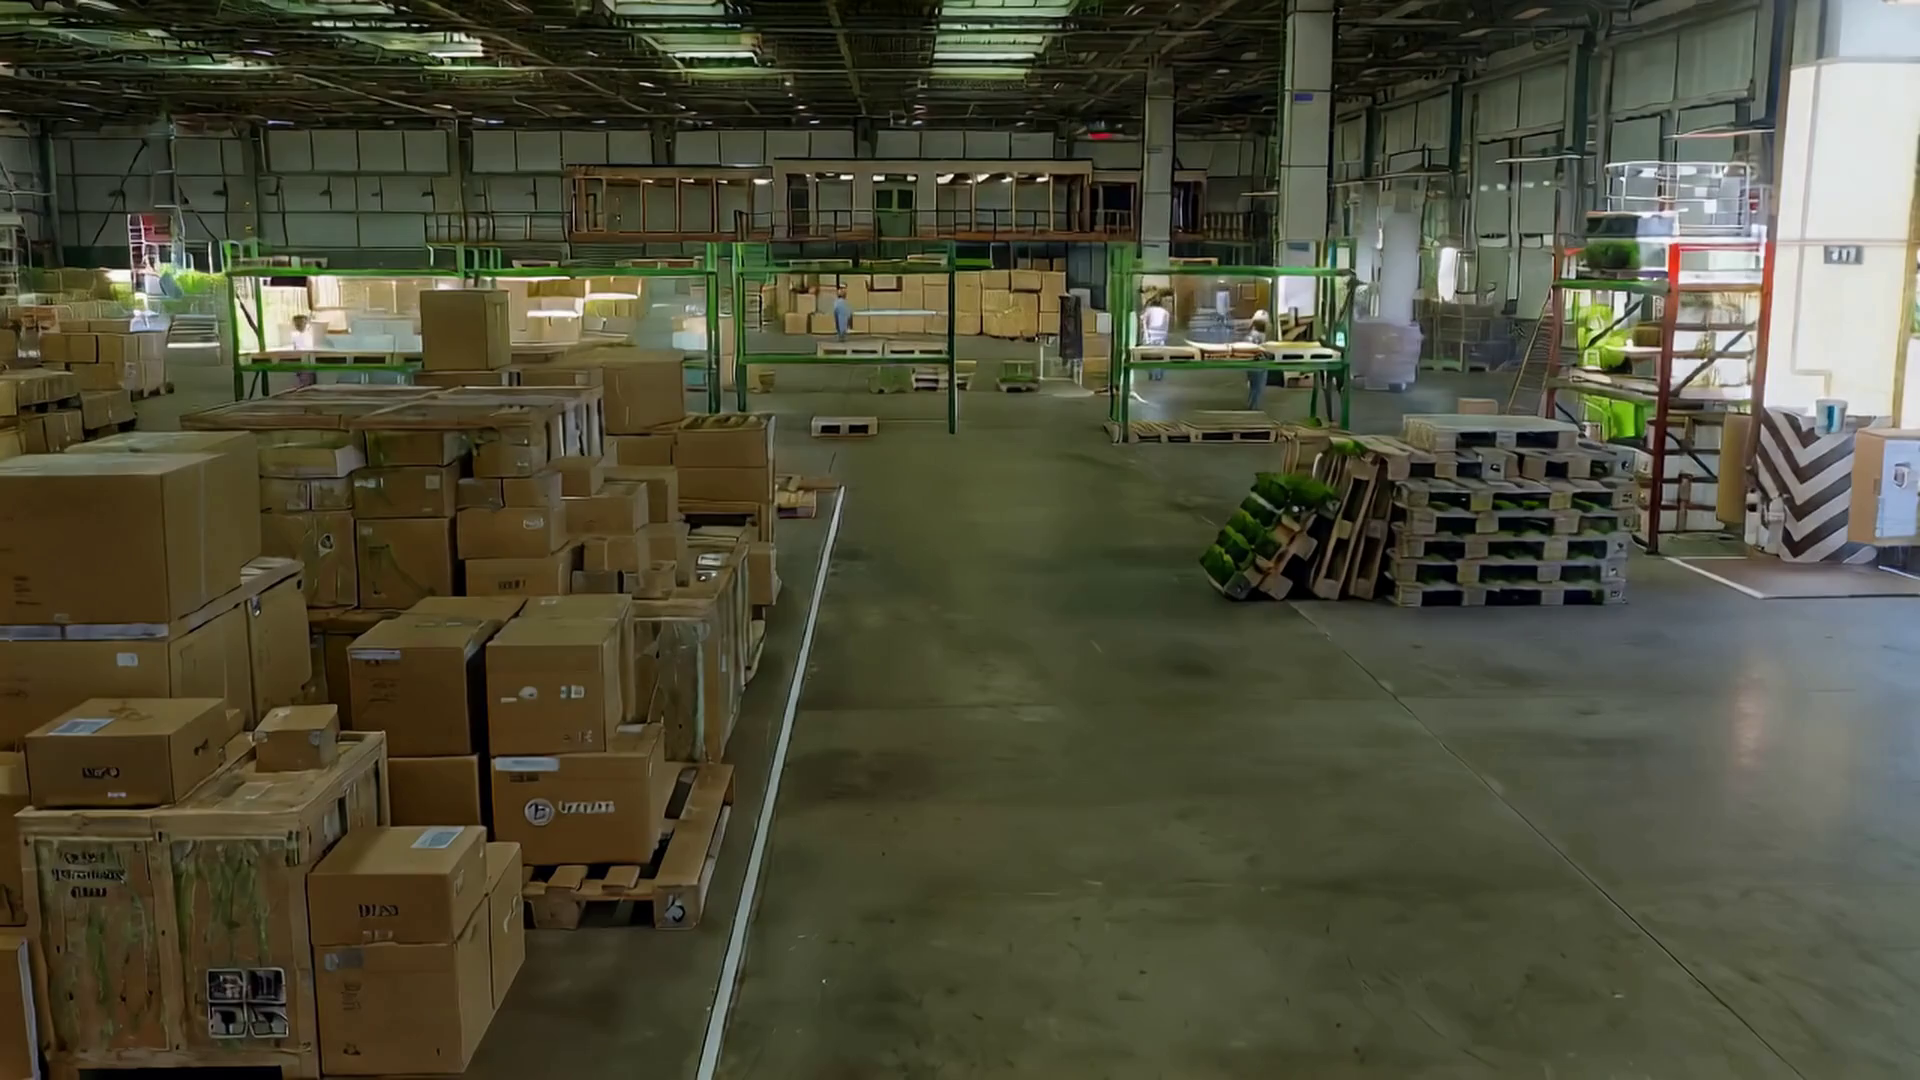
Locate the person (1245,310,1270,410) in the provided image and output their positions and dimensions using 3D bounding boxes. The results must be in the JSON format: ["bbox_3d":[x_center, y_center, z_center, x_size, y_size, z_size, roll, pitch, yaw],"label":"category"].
[{"bbox_3d":[4.856,-2.789,27.214,0.388,1.919,0.587,1,10,7],"label":"person"}]

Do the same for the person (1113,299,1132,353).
[{"bbox_3d":[3.383,-4.142,34.689,0.373,1.937,0.629,8,13,38],"label":"person"}]

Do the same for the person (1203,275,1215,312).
[{"bbox_3d":[10.438,-10.433,69.618,0.648,1.971,0.587,-5,11,-26],"label":"person"}]

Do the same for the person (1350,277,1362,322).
[{"bbox_3d":[13.557,-8.119,57.132,0.430,1.831,0.656,7,12,35],"label":"person"}]

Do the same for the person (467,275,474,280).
[{"bbox_3d":[-20.316,-10.217,68.782,0.518,1.844,0.332,-2,10,-11],"label":"person"}]

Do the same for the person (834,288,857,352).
[{"bbox_3d":[-2.973,-5.667,43.508,0.516,1.828,0.946,-7,12,-34],"label":"person"}]

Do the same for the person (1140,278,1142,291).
[{"bbox_3d":[7.527,-10.026,67.677,0.596,1.851,0.792,-3,10,-14],"label":"person"}]

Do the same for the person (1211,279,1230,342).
[{"bbox_3d":[7.849,-6.864,49.891,0.547,1.919,0.565,-9,13,-40],"label":"person"}]

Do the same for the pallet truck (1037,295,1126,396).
[{"bbox_3d":[2.483,-3.881,33.060,1.885,1.965,0.823,-7,13,-36],"label":"pallet truck"}]

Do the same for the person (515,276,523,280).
[{"bbox_3d":[-14.607,-7.794,55.027,0.623,1.930,0.857,7,12,35],"label":"person"}]

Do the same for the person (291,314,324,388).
[{"bbox_3d":[-10.867,-2.835,27.720,0.524,1.834,0.622,1,10,5],"label":"person"}]

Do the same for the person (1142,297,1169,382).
[{"bbox_3d":[4.215,-4.344,36.089,0.619,1.839,0.430,-4,11,-23],"label":"person"}]

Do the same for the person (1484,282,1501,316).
[{"bbox_3d":[14.934,-6.303,46.809,0.411,1.903,0.692,-2,10,-12],"label":"person"}]
